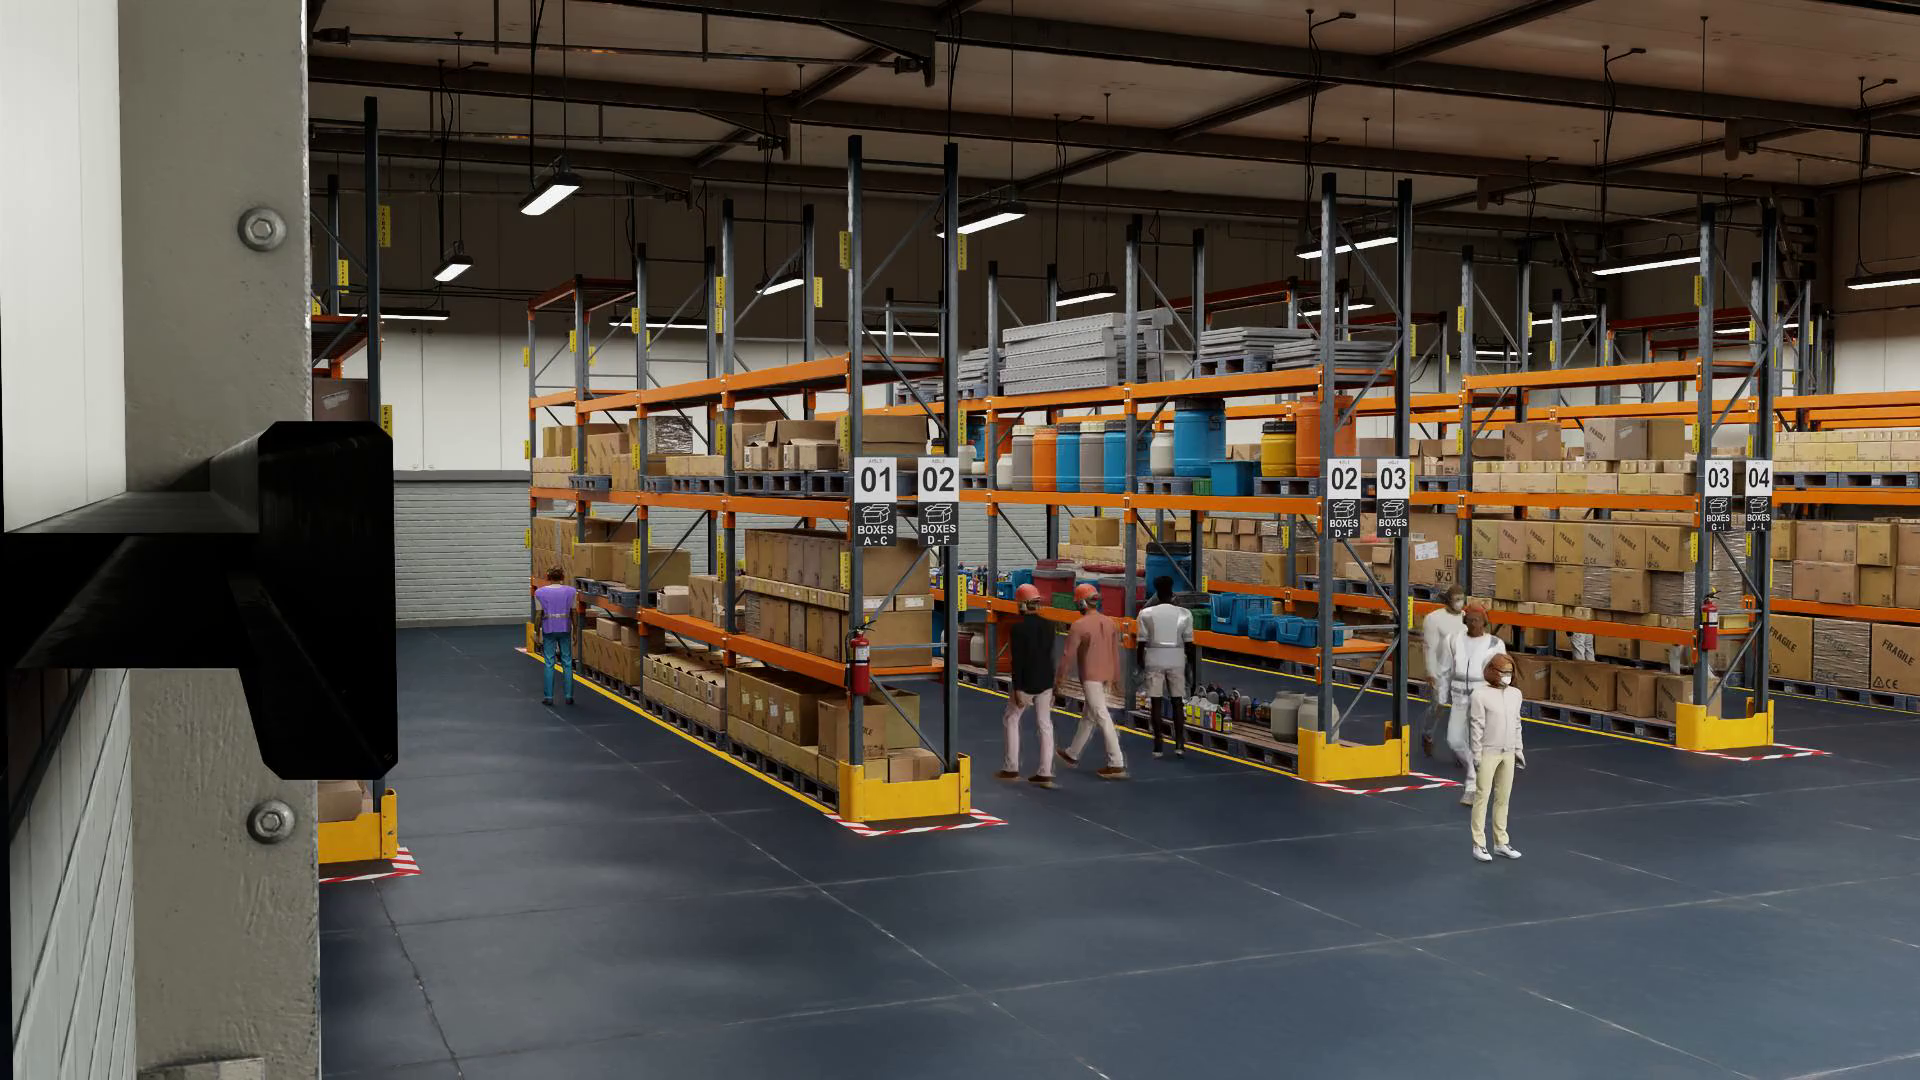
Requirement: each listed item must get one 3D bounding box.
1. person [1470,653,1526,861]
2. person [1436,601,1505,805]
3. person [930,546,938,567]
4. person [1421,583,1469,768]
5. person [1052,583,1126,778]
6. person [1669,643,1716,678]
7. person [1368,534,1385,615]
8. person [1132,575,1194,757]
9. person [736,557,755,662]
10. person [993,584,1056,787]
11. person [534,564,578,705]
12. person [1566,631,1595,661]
[{"bbox_3d":[4.263,1.709,14.204,0.499,1.633,0.281,-1,2,-24],"label":"person"},{"bbox_3d":[4.768,1.496,16.645,0.621,1.871,0.604,1,3,34],"label":"person"},{"bbox_3d":[-0.428,0.758,34.523,0.406,1.986,0.617,1,3,29],"label":"person"},{"bbox_3d":[5.157,1.397,18.913,0.621,1.914,0.926,0,2,-5],"label":"person"},{"bbox_3d":[1.296,1.410,18.151,1.047,1.923,0.635,2,3,44],"label":"person"},{"bbox_3d":[9.868,1.203,24.180,0.619,1.896,0.807,-1,3,-33],"label":"person"},{"bbox_3d":[7.162,0.897,30.532,0.652,2.004,0.698,-1,2,-26],"label":"person"},{"bbox_3d":[2.199,1.355,19.364,0.644,1.942,0.481,0,2,2],"label":"person"},{"bbox_3d":[-3.200,1.150,26.441,0.602,1.817,0.676,-1,2,-25],"label":"person"},{"bbox_3d":[0.636,1.411,17.582,0.630,1.964,0.766,-2,3,-39],"label":"person"},{"bbox_3d":[-5.323,1.243,23.630,0.564,1.846,0.390,-1,2,-21],"label":"person"},{"bbox_3d":[8.706,1.187,25.161,0.633,1.841,0.429,-2,3,-41],"label":"person"}]
